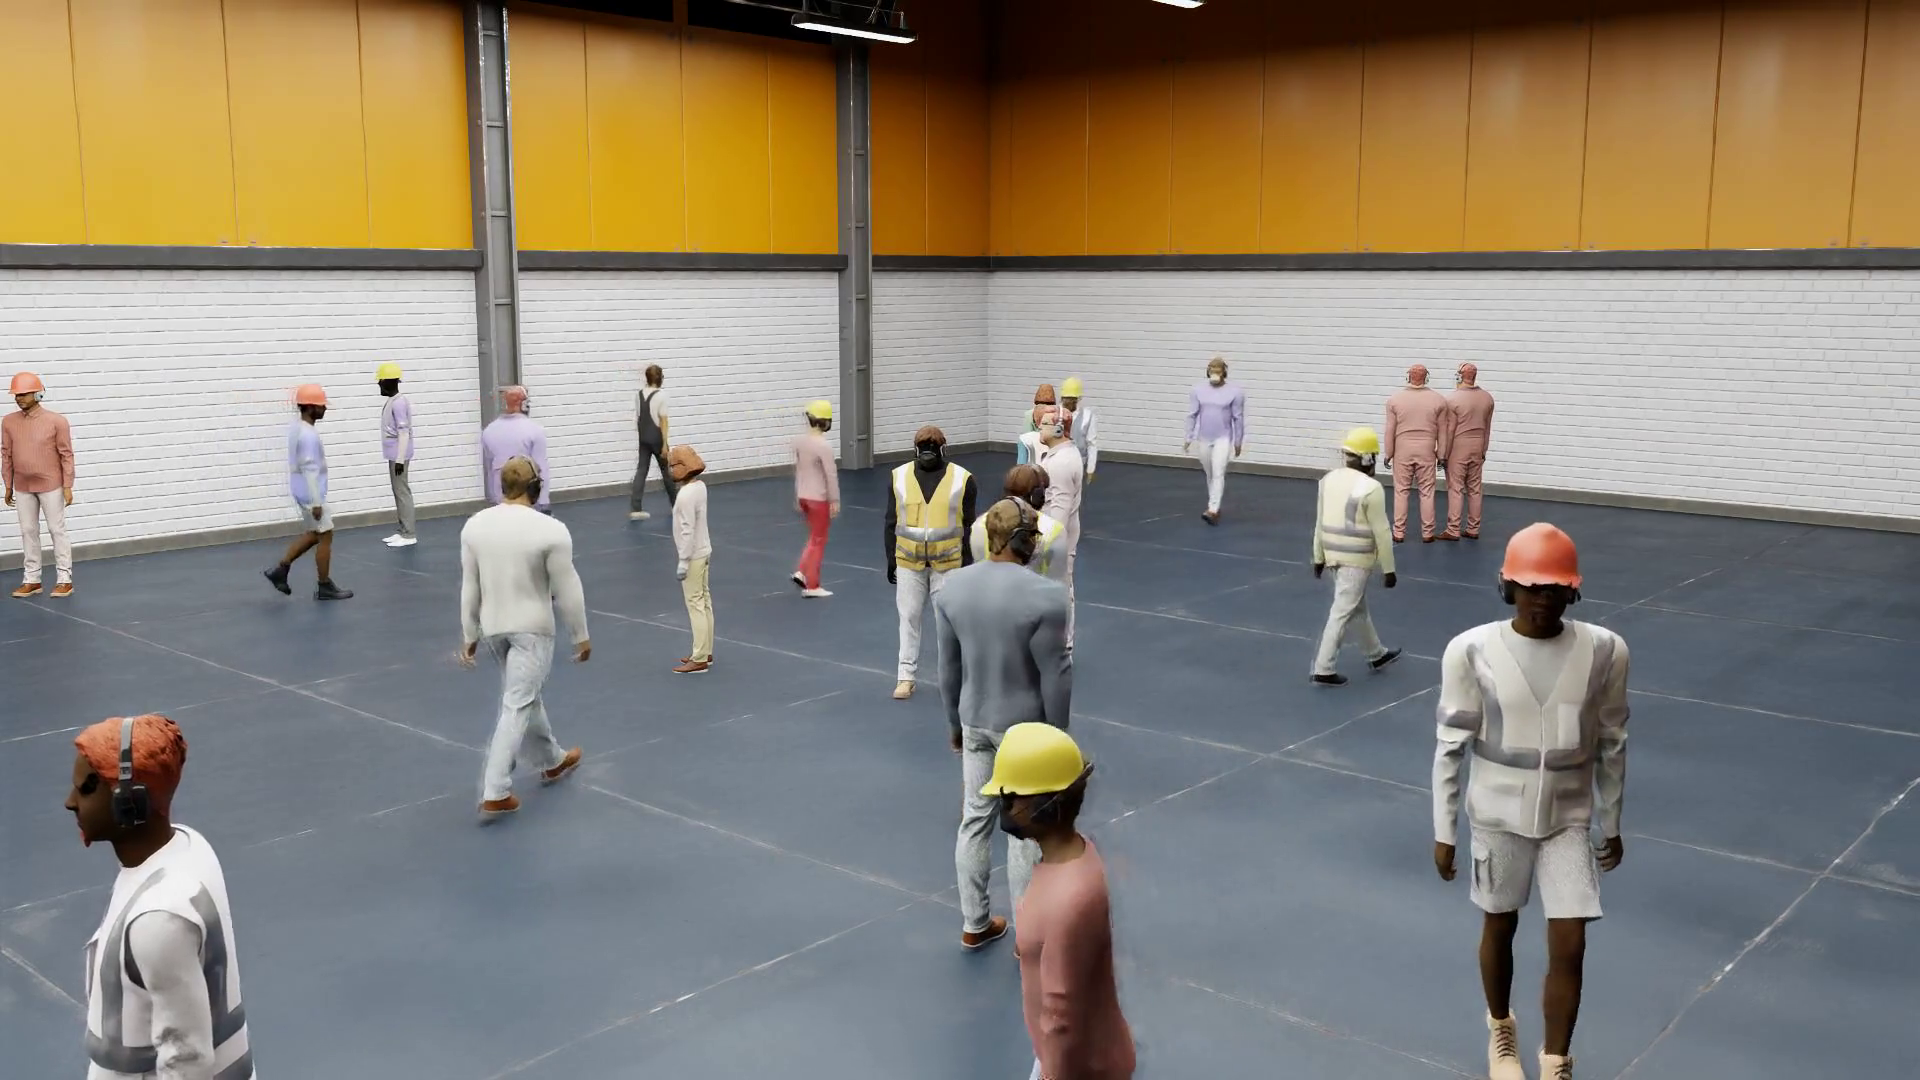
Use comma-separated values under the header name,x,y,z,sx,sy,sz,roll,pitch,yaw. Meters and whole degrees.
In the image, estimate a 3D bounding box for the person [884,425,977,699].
name,x,y,z,sx,sy,sz,roll,pitch,yaw
person,-0.202,0.152,11.130,0.623,1.844,0.429,1,9,4

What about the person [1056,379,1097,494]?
name,x,y,z,sx,sy,sz,roll,pitch,yaw
person,1.097,-0.757,17.010,0.600,1.777,0.947,0,9,3

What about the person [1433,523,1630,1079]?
name,x,y,z,sx,sy,sz,roll,pitch,yaw
person,1.907,0.955,5.520,0.649,2.016,0.818,2,9,10

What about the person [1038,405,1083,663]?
name,x,y,z,sx,sy,sz,roll,pitch,yaw
person,0.675,-0.015,11.957,0.408,1.913,0.641,1,9,5

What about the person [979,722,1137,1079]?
name,x,y,z,sx,sy,sz,roll,pitch,yaw
person,0.276,1.309,4.158,0.457,1.747,0.562,0,9,1

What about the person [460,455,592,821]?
name,x,y,z,sx,sy,sz,roll,pitch,yaw
person,-2.315,0.486,8.891,0.651,1.883,1.021,4,10,21

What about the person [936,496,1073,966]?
name,x,y,z,sx,sy,sz,roll,pitch,yaw
person,0.192,0.784,6.873,0.627,1.935,0.372,7,11,36

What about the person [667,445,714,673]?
name,x,y,z,sx,sy,sz,roll,pitch,yaw
person,-1.925,0.135,11.886,0.285,1.633,0.498,1,9,5

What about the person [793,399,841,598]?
name,x,y,z,sx,sy,sz,roll,pitch,yaw
person,-1.245,-0.359,14.615,0.390,1.750,0.545,-7,11,-36

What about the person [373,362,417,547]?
name,x,y,z,sx,sy,sz,roll,pitch,yaw
person,-5.914,-0.893,17.418,0.371,1.925,0.595,-4,10,-25

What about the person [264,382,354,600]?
name,x,y,z,sx,sy,sz,roll,pitch,yaw
person,-5.665,-0.405,14.395,0.611,1.918,0.560,-6,11,-31

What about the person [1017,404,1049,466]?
name,x,y,z,sx,sy,sz,roll,pitch,yaw
person,0.776,-0.451,15.547,0.523,1.638,0.311,-2,9,-12

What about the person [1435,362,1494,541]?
name,x,y,z,sx,sy,sz,roll,pitch,yaw
person,5.366,-0.939,17.771,0.643,1.910,0.411,-5,10,-26

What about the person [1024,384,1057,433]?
name,x,y,z,sx,sy,sz,roll,pitch,yaw
person,0.952,-0.926,18.546,0.500,1.633,0.280,-1,9,-7

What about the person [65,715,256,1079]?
name,x,y,z,sx,sy,sz,roll,pitch,yaw
person,-1.770,1.308,3.740,0.356,1.881,0.575,-4,10,-24

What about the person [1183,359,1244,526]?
name,x,y,z,sx,sy,sz,roll,pitch,yaw
person,2.888,-1.122,18.988,0.642,1.880,1.043,5,10,26

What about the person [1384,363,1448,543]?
name,x,y,z,sx,sy,sz,roll,pitch,yaw
person,4.818,-0.915,17.628,0.650,1.906,0.401,2,9,10

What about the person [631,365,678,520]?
name,x,y,z,sx,sy,sz,roll,pitch,yaw
person,-3.557,-1.143,19.414,0.529,1.793,0.959,5,10,29

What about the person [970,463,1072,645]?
name,x,y,z,sx,sy,sz,roll,pitch,yaw
person,0.320,0.490,9.081,0.629,1.823,0.552,6,11,33

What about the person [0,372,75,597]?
name,x,y,z,sx,sy,sz,roll,pitch,yaw
person,-8.110,-0.480,14.614,0.621,1.992,0.397,0,9,1

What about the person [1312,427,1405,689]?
name,x,y,z,sx,sy,sz,roll,pitch,yaw
person,2.794,0.117,11.519,0.924,1.782,0.621,-4,10,-23

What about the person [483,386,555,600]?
name,x,y,z,sx,sy,sz,roll,pitch,yaw
person,-3.742,-0.381,14.314,0.678,1.888,0.539,4,10,22
